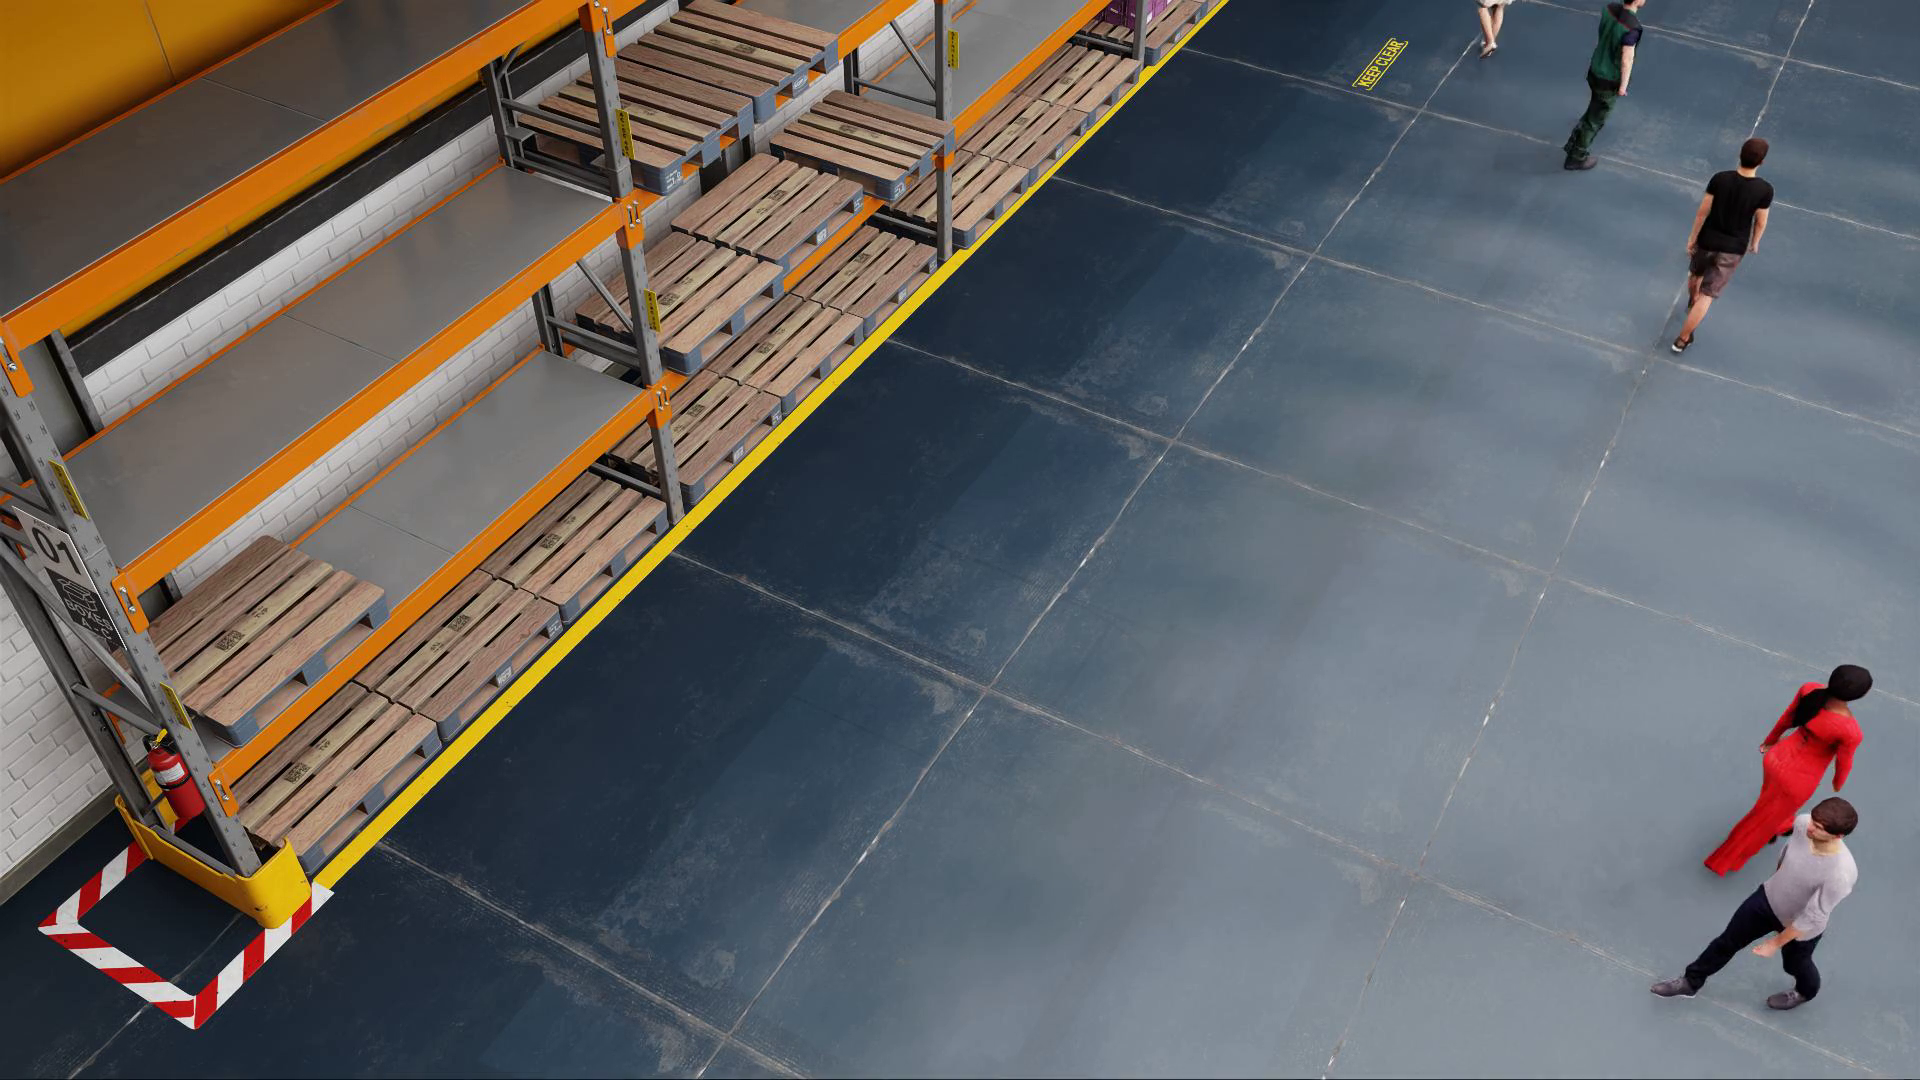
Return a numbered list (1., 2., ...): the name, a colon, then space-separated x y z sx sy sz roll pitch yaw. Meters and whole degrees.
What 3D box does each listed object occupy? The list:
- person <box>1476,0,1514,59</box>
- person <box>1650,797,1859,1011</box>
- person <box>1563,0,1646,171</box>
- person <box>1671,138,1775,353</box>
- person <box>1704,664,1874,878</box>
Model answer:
1. person: 5.581 -5.731 17.087 0.852 1.706 0.936 -4 44 -4
2. person: 4.535 2.007 8.899 1.174 1.796 1.170 -6 44 -6
3. person: 5.929 -4.303 15.458 0.892 1.886 0.819 -7 44 -7
4. person: 6.113 -2.337 13.442 0.737 1.820 1.168 27 50 26
5. person: 4.717 1.368 9.597 1.063 1.760 1.010 -10 44 -10
